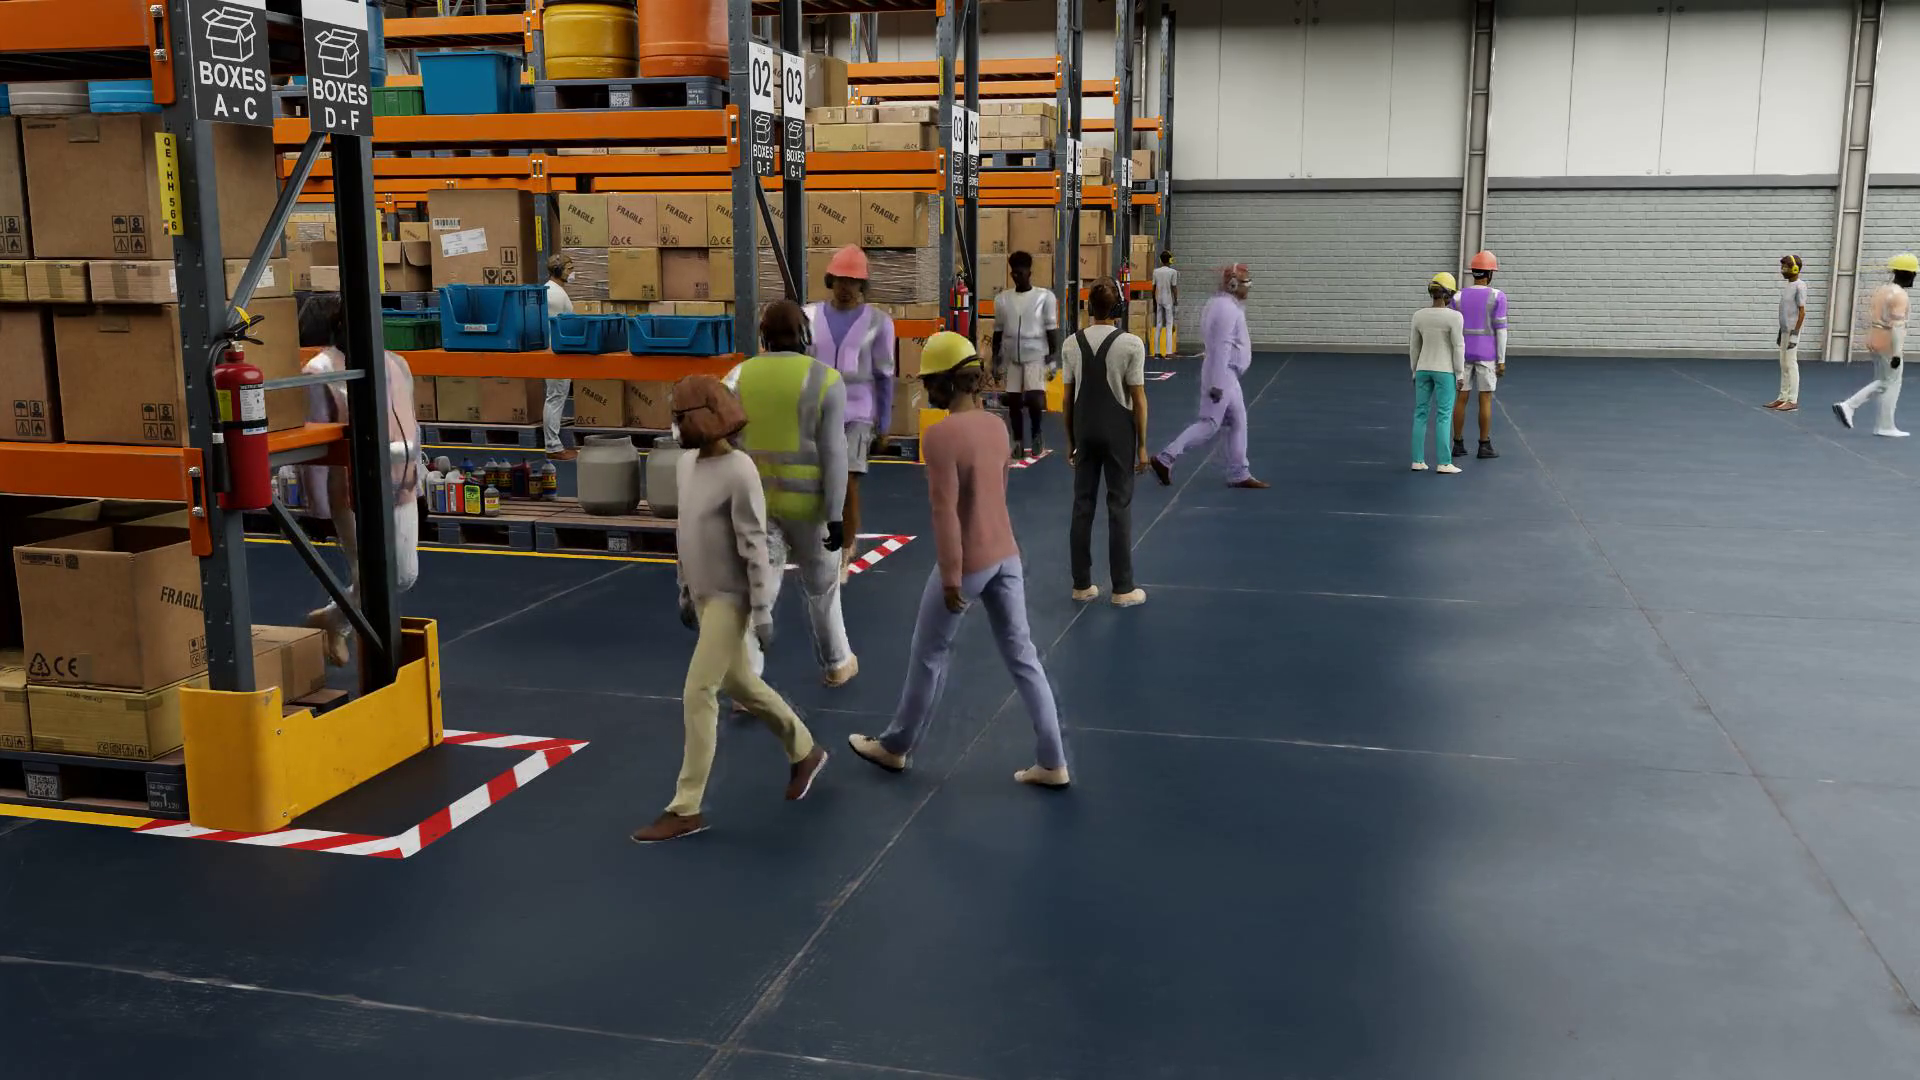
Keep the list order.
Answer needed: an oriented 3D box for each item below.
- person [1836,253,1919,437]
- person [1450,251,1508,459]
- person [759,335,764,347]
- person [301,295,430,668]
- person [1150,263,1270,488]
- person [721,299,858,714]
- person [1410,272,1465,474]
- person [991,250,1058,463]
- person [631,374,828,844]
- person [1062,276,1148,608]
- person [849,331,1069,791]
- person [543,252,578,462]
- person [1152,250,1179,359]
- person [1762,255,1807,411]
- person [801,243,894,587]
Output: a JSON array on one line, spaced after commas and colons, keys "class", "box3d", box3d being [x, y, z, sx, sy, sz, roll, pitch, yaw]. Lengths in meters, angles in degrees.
[{"class": "person", "box3d": [9.594, -2.022, 17.293, 0.596, 1.909, 0.610, 2, 10, 10]}, {"class": "person", "box3d": [4.865, -1.733, 15.623, 0.552, 1.936, 0.358, 8, 13, 37]}, {"class": "person", "box3d": [-2.306, -2.491, 19.567, 0.405, 2.035, 0.606, 3, 11, 15]}, {"class": "person", "box3d": [-2.706, -0.203, 7.457, 0.680, 1.829, 0.623, 4, 11, 22]}, {"class": "person", "box3d": [2.062, -1.330, 13.613, 0.914, 1.869, 0.652, 2, 10, 9]}, {"class": "person", "box3d": [-0.766, -0.156, 7.314, 0.641, 1.792, 0.986, 4, 11, 19]}, {"class": "person", "box3d": [4.200, -1.461, 14.618, 0.323, 1.761, 0.523, -9, 14, -42]}, {"class": "person", "box3d": [0.577, -1.668, 15.229, 0.629, 1.945, 0.423, 4, 11, 21]}, {"class": "person", "box3d": [-0.797, 0.206, 5.841, 0.816, 1.592, 0.507, -7, 13, -35]}, {"class": "person", "box3d": [0.810, -0.541, 9.279, 0.508, 1.846, 0.345, 5, 12, 28]}, {"class": "person", "box3d": [0.013, 0.083, 6.229, 0.921, 1.702, 0.563, 8, 13, 36]}, {"class": "person", "box3d": [-3.721, -1.686, 15.399, 0.372, 1.932, 0.629, -3, 11, -15]}, {"class": "person", "box3d": [3.546, -4.054, 28.659, 0.524, 1.876, 0.325, 8, 13, 38]}, {"class": "person", "box3d": [9.953, -2.483, 19.986, 0.327, 1.865, 0.518, 1, 10, 8]}, {"class": "person", "box3d": [-0.697, -0.749, 9.930, 0.644, 2.028, 0.590, 2, 10, 8]}]
